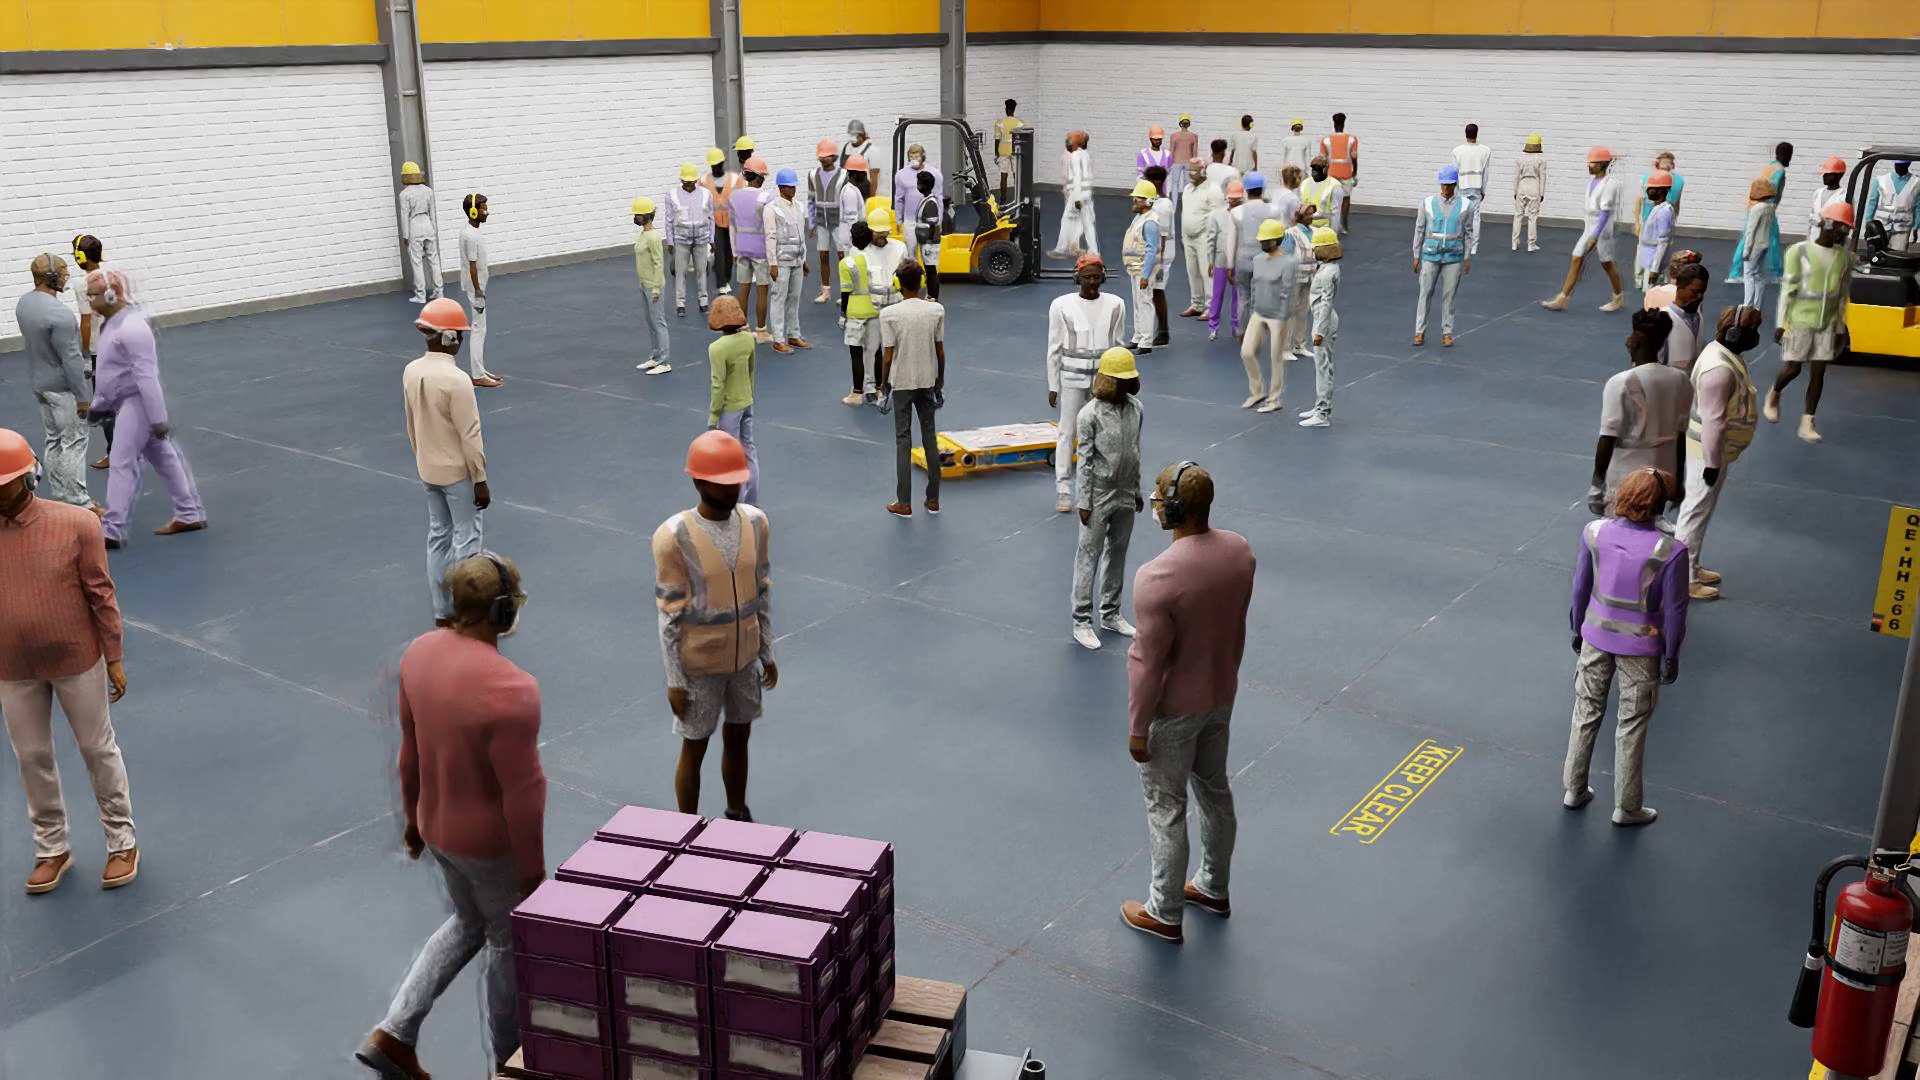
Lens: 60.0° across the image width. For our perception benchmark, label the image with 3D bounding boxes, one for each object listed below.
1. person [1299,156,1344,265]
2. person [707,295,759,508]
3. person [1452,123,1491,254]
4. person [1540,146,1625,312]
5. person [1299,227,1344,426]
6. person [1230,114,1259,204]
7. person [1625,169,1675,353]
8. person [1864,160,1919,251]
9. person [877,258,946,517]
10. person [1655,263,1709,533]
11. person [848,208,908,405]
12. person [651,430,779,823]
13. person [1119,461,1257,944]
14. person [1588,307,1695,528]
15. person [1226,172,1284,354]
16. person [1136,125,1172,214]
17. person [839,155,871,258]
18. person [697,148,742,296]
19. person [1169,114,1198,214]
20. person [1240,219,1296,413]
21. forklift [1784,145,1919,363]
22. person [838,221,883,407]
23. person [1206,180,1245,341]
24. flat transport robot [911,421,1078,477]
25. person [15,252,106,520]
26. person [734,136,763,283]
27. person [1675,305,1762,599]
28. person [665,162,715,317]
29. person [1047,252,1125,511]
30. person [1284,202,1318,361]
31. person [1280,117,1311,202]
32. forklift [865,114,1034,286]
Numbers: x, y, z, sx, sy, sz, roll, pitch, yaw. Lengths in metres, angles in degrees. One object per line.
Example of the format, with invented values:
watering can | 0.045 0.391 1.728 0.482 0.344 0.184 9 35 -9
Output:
person | 4.384 -3.783 20.437 0.431 1.835 0.623 -15 23 -39
person | -1.619 -0.920 11.795 0.283 1.633 0.497 8 19 24
person | 7.584 -5.229 24.818 0.589 1.915 0.398 -2 18 -5
person | 7.613 -3.702 19.927 1.050 1.987 0.632 -3 18 -9
person | 3.164 -1.867 14.586 0.303 1.740 0.485 4 18 12
person | 4.835 -6.346 28.471 0.529 1.829 0.775 9 20 26
person | 7.311 -2.932 17.594 0.374 1.935 0.552 5 18 16
person | 11.466 -3.849 20.450 0.613 1.943 0.400 10 20 29
person | -0.350 -1.085 11.938 0.520 1.865 0.328 -7 19 -22
person | 4.860 -0.949 11.433 0.587 1.914 0.390 -15 23 -39
person | -0.730 -2.149 15.339 0.606 1.818 0.403 -7 19 -21
person | -0.988 0.481 6.919 0.548 1.936 0.378 -15 23 -40
person | 0.873 0.635 6.456 0.633 1.932 0.367 -15 23 -39
person | 3.957 -0.349 9.558 0.651 1.925 0.670 -8 19 -23
person | 3.145 -2.960 17.772 0.607 1.905 0.955 4 18 13
person | 2.834 -5.068 24.275 0.547 1.939 0.376 -5 18 -16
person | -1.221 -3.531 19.493 0.384 1.930 0.540 0 18 1
person | -3.036 -4.043 21.187 0.579 1.865 1.007 -2 18 -8
person | 3.984 -6.731 29.779 0.532 1.756 0.338 -3 18 -8
person | 2.766 -2.000 14.976 0.448 1.749 0.533 -14 23 -38
forklift | 9.803 -2.879 17.013 2.313 2.155 1.214 12 21 33
person | -0.893 -2.079 15.313 0.535 1.700 0.318 -14 23 -38
person | 2.995 -3.072 18.328 0.564 1.752 0.337 0 18 1
flat transport robot | 0.355 -0.753 13.472 1.431 0.197 0.652 -8 19 -23
person | -6.361 -1.065 11.774 0.637 1.930 0.374 13 22 35
person | -2.816 -4.407 22.225 0.381 1.924 0.594 1 18 2
person | 4.691 -0.552 10.330 0.431 1.835 0.621 8 20 25
person | -3.198 -3.577 19.803 0.593 1.819 0.403 -6 19 -18
person | 0.915 -1.140 12.076 0.584 1.882 0.337 -4 18 -13
person | 3.553 -2.705 17.367 0.514 1.641 0.308 -15 23 -40
person | 5.777 -6.393 28.718 0.521 1.758 0.349 1 18 5
forklift | -0.171 -4.594 22.377 2.313 2.155 1.214 1 18 3
